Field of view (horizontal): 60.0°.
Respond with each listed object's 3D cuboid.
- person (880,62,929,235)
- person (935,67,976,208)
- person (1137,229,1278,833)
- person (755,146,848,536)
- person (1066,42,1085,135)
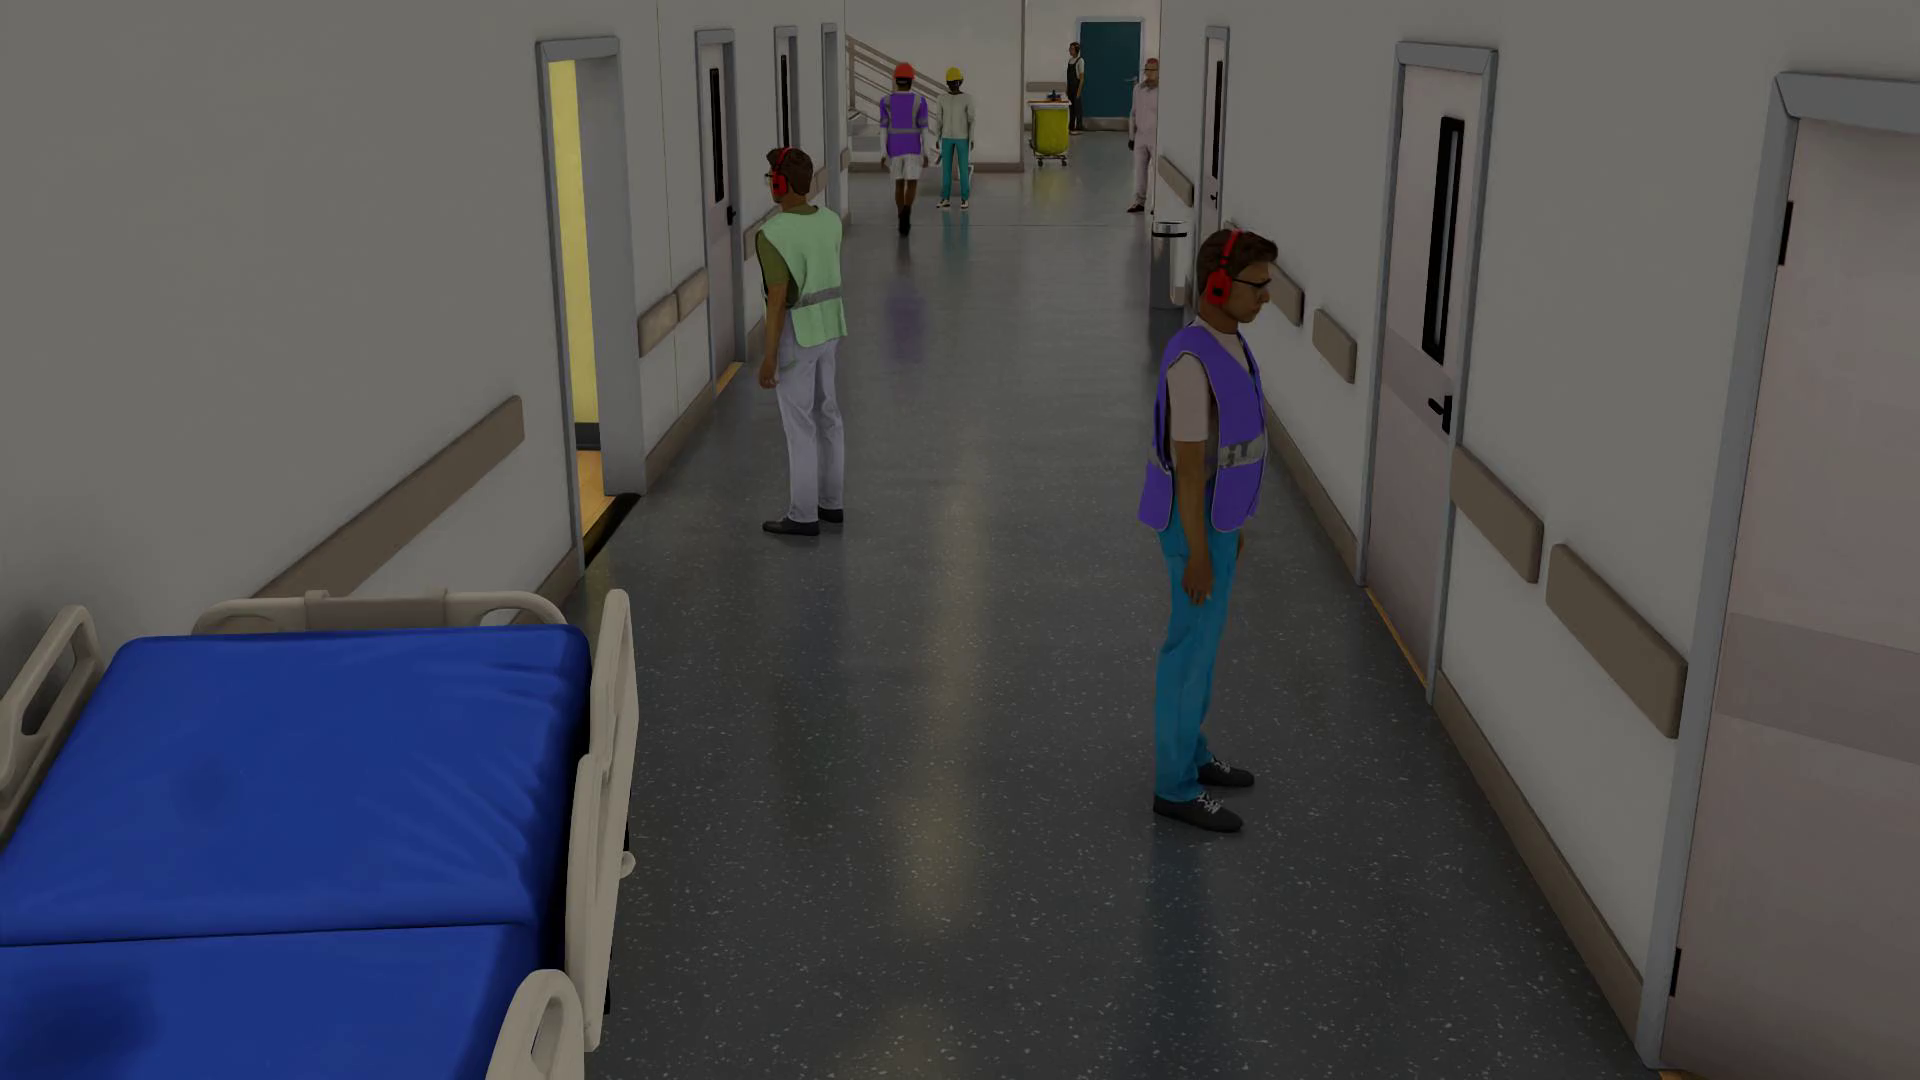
[{"bbox_3d":[-0.637,-4.414,18.792,0.554,1.913,0.864,2,18,8],"label":"person"},{"bbox_3d":[-0.069,-5.140,21.293,0.533,1.767,0.327,6,18,17],"label":"person"},{"bbox_3d":[0.757,-0.030,5.122,0.404,1.838,0.574,6,18,17],"label":"person"},{"bbox_3d":[-0.748,-0.929,7.931,0.397,1.847,0.564,10,20,30],"label":"person"},{"bbox_3d":[2.328,-9.199,33.919,0.345,1.846,0.508,-10,20,-29],"label":"person"}]
